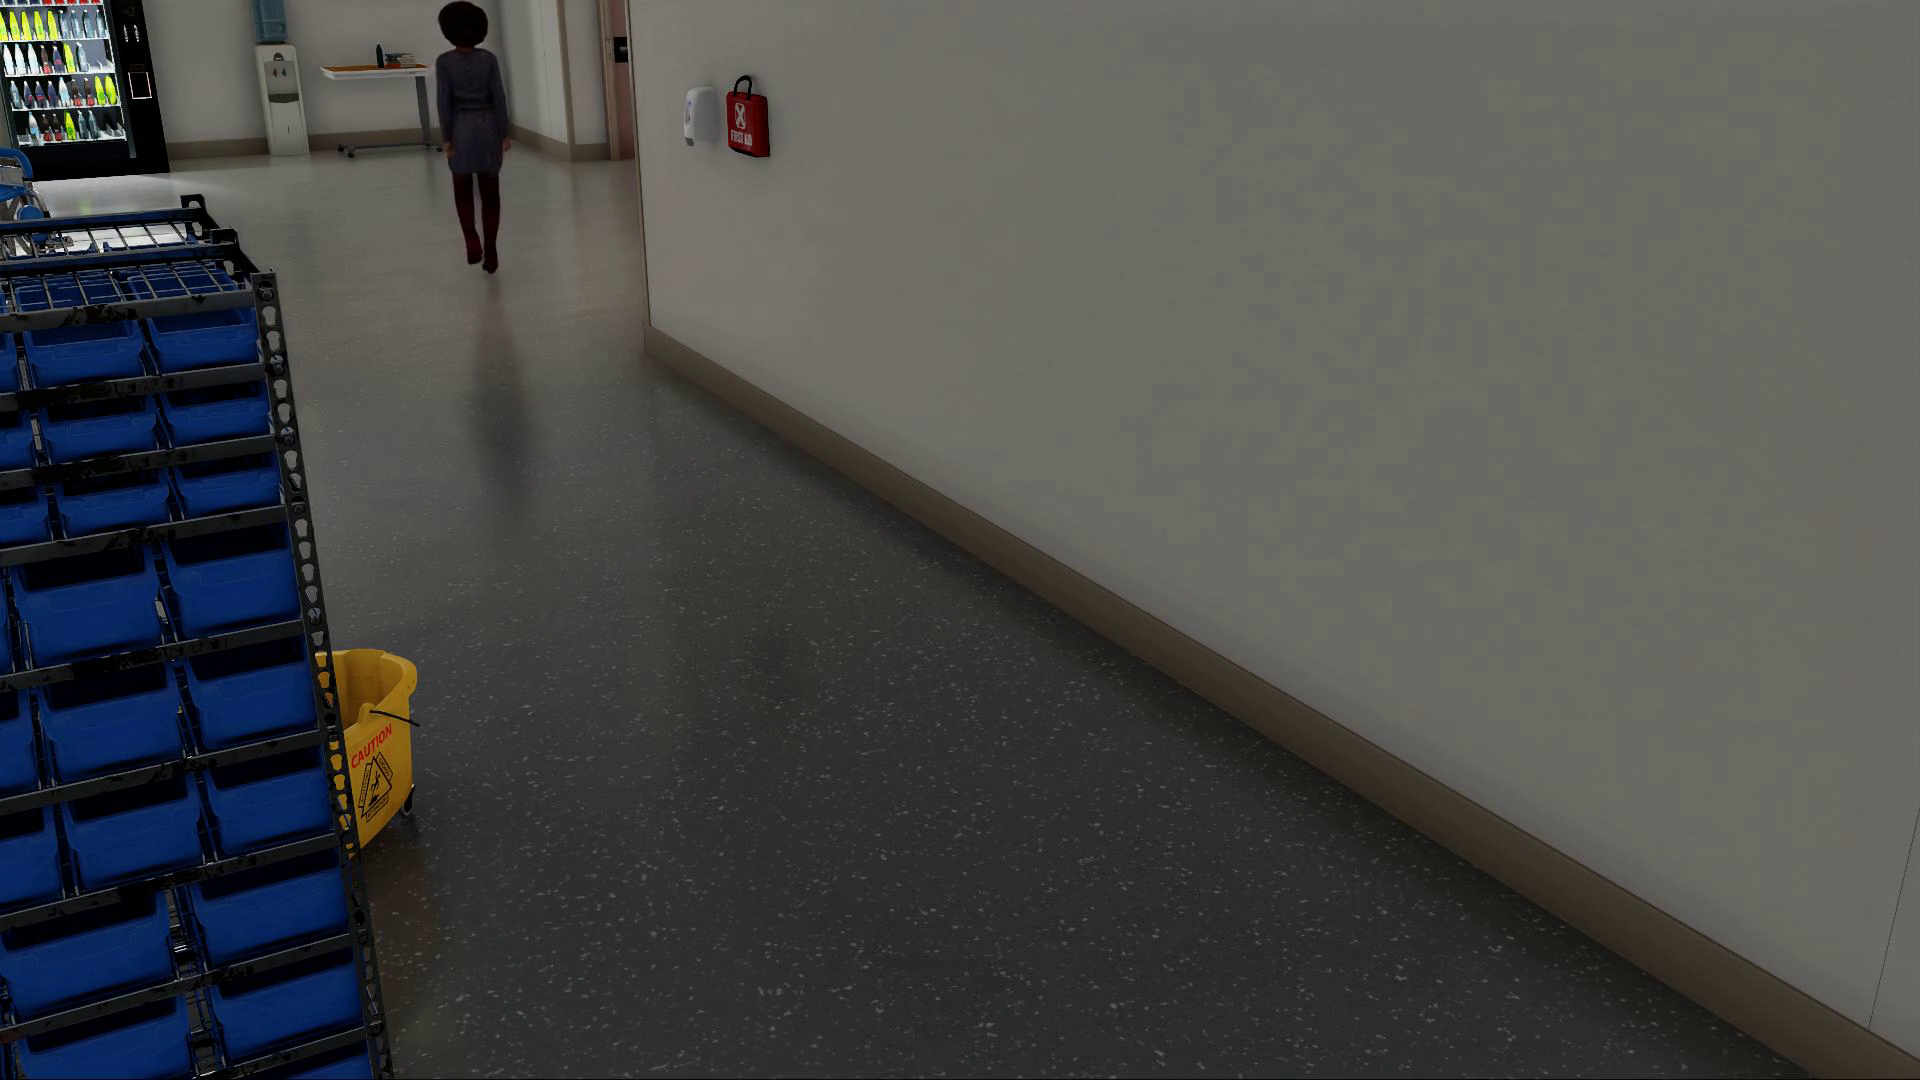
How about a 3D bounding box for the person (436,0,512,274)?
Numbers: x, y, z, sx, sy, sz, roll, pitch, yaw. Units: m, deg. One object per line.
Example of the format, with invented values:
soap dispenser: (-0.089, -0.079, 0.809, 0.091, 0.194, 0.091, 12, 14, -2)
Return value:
person: (-3.098, -2.549, 10.656, 0.651, 1.701, 0.722, -6, 22, -16)
